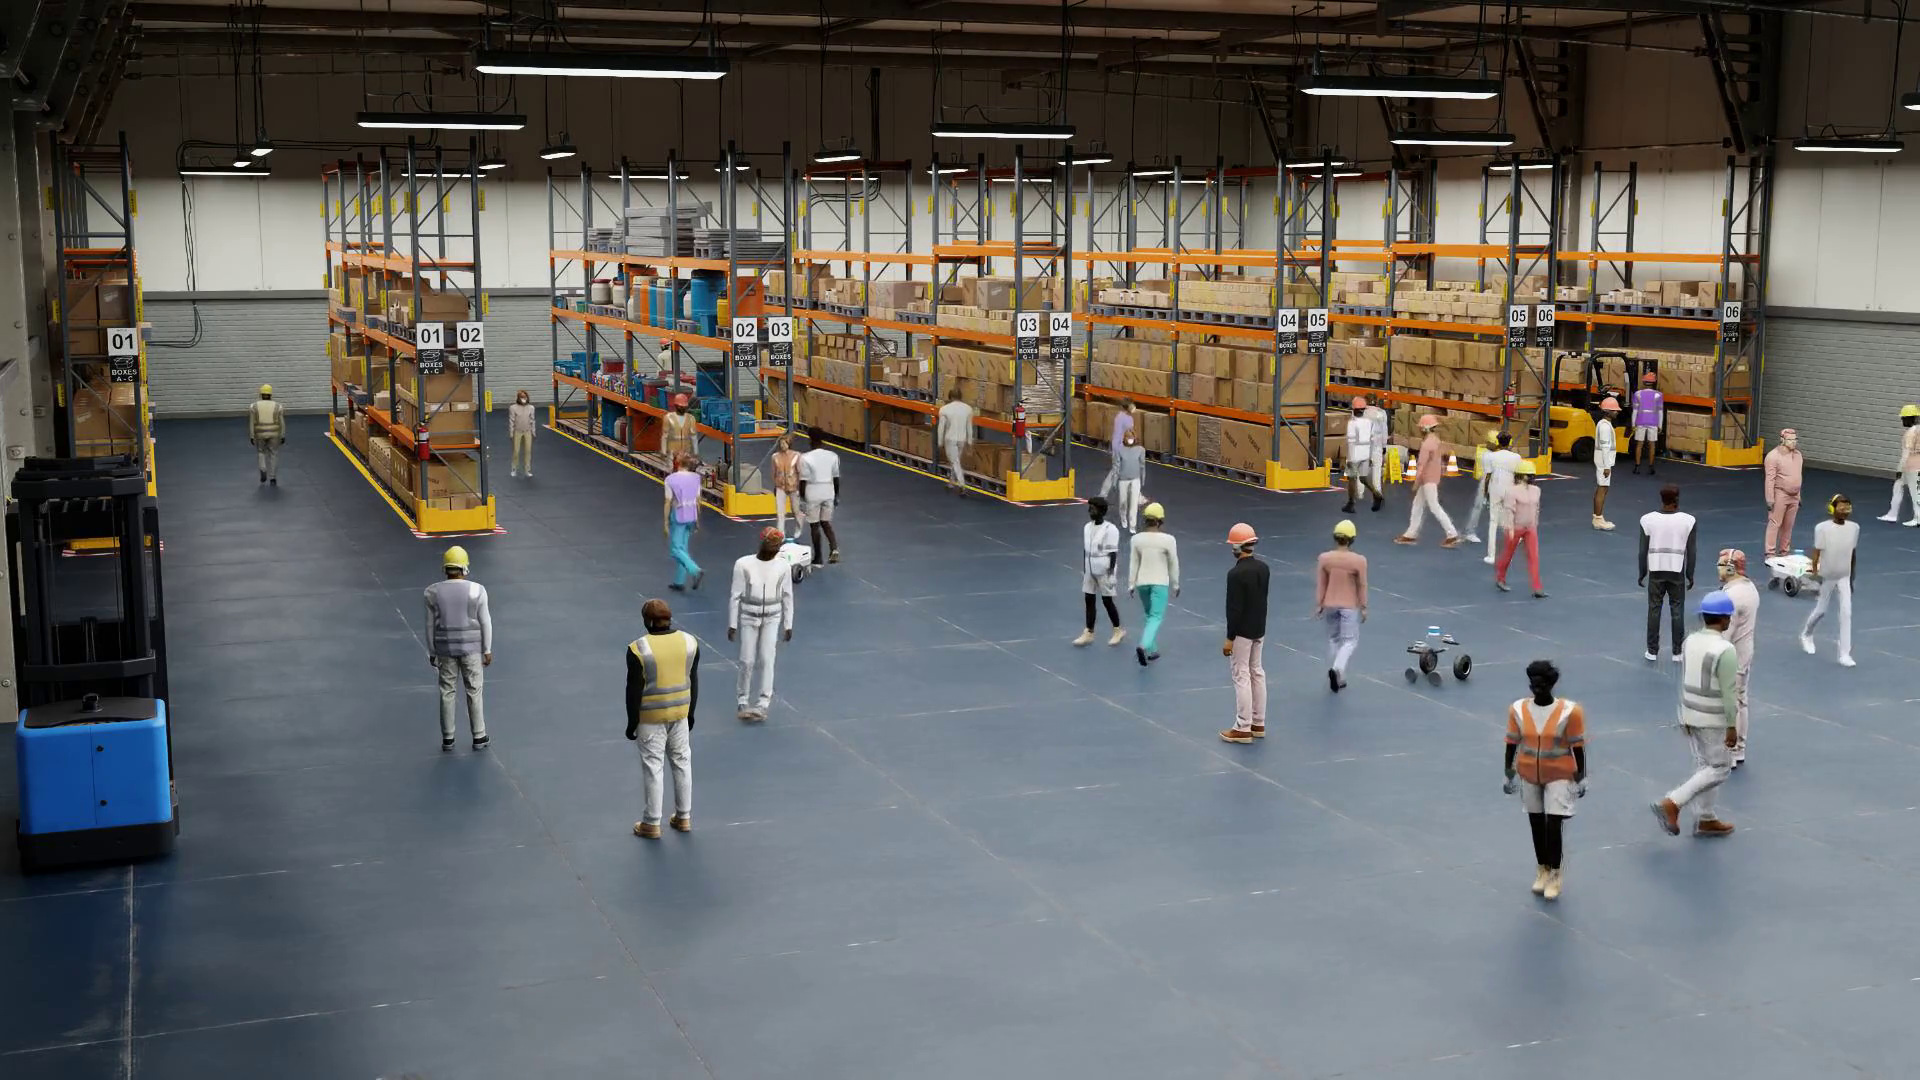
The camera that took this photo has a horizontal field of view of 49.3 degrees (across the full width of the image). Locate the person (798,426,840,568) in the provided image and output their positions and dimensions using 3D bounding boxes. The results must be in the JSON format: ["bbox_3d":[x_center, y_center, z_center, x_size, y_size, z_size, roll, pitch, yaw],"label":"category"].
[{"bbox_3d":[-1.936,-0.592,28.750,0.602,1.947,0.468,-6,10,-34],"label":"person"}]

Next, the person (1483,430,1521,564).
[{"bbox_3d":[7.535,-0.603,29.149,0.493,1.860,0.332,1,9,3],"label":"person"}]

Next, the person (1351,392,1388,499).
[{"bbox_3d":[7.037,-1.620,35.985,0.621,1.840,0.430,3,9,20],"label":"person"}]

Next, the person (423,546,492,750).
[{"bbox_3d":[-4.486,0.963,18.776,0.590,1.833,0.404,0,9,-3],"label":"person"}]

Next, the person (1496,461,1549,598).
[{"bbox_3d":[7.147,-0.156,26.608,0.537,1.717,0.934,-3,9,-21],"label":"person"}]

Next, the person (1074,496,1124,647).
[{"bbox_3d":[1.581,0.348,23.396,0.420,1.704,0.573,-7,11,-40],"label":"person"}]

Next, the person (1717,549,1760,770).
[{"bbox_3d":[6.662,1.023,18.161,0.400,1.901,0.674,6,10,35],"label":"person"}]

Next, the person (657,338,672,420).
[{"bbox_3d":[-7.111,-3.902,50.711,0.407,1.987,0.614,6,11,36],"label":"person"}]

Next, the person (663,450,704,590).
[{"bbox_3d":[-3.534,-0.243,26.838,0.668,1.823,0.579,7,11,38],"label":"person"}]

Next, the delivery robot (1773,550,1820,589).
[{"bbox_3d":[10.727,0.370,26.803,0.477,0.478,0.707,-1,9,-7],"label":"delivery robot"}]

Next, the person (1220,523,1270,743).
[{"bbox_3d":[2.584,0.837,19.086,0.396,1.990,0.621,7,11,38],"label":"person"}]

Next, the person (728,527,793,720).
[{"bbox_3d":[-1.890,0.797,19.857,0.644,1.847,0.569,-2,9,-15],"label":"person"}]

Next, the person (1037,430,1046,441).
[{"bbox_3d":[1.784,-3.025,45.405,0.612,1.819,0.517,-3,9,-20],"label":"person"}]

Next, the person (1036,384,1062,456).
[{"bbox_3d":[1.806,-2.738,42.829,0.631,2.026,0.490,-4,9,-23],"label":"person"}]

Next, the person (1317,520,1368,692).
[{"bbox_3d":[3.811,0.673,21.016,0.530,1.750,0.667,5,10,31],"label":"person"}]

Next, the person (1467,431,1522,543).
[{"bbox_3d":[7.846,-0.766,30.816,0.486,1.674,0.968,-6,10,-35],"label":"person"}]

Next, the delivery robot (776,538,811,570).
[{"bbox_3d":[-2.255,0.223,27.784,0.477,0.478,0.707,3,9,20],"label":"delivery robot"}]

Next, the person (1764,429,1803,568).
[{"bbox_3d":[11.367,-0.582,28.834,0.655,1.906,0.407,-5,10,-28],"label":"person"}]

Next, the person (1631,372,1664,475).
[{"bbox_3d":[12.984,-2.198,39.591,0.607,1.924,0.344,4,9,26],"label":"person"}]

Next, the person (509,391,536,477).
[{"bbox_3d":[-8.228,-1.996,39.272,0.510,1.608,0.531,-4,10,-28],"label":"person"}]

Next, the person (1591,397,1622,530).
[{"bbox_3d":[10.026,-1.191,32.443,0.386,2.041,0.615,2,9,12],"label":"person"}]

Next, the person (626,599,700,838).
[{"bbox_3d":[-2.308,1.359,16.124,0.624,1.840,0.429,-7,11,-38],"label":"person"}]

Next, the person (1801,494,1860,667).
[{"bbox_3d":[9.434,0.386,22.656,0.540,1.838,0.922,0,9,-2],"label":"person"}]

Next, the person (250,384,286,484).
[{"bbox_3d":[-12.603,-1.931,38.136,0.618,1.810,0.565,-3,9,-17],"label":"person"}]

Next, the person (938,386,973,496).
[{"bbox_3d":[-0.057,-1.722,36.464,0.640,1.908,0.959,-5,10,-28],"label":"person"}]

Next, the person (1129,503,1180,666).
[{"bbox_3d":[2.040,0.477,22.390,0.538,1.741,0.791,5,10,28],"label":"person"}]

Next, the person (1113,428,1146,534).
[{"bbox_3d":[2.593,-0.933,32.171,0.507,1.604,0.734,0,9,0],"label":"person"}]

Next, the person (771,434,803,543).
[{"bbox_3d":[-2.546,-0.783,31.159,0.511,1.610,0.787,2,9,11],"label":"person"}]

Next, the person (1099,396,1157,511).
[{"bbox_3d":[2.736,-1.434,34.613,1.043,1.881,0.645,2,9,15],"label":"person"}]

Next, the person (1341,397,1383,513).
[{"bbox_3d":[6.542,-1.374,34.103,0.546,1.919,0.745,-5,10,-31],"label":"person"}]

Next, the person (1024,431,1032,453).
[{"bbox_3d":[1.195,-2.411,41.105,0.573,1.883,0.359,-4,9,-23],"label":"person"}]

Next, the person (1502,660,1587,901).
[{"bbox_3d":[4.046,1.665,14.590,0.571,1.673,0.528,6,10,35],"label":"person"}]

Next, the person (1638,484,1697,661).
[{"bbox_3d":[7.623,0.350,22.595,0.589,1.915,0.399,3,9,22],"label":"person"}]

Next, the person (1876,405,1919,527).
[{"bbox_3d":[14.727,-1.165,32.731,0.834,1.893,0.625,5,10,29],"label":"person"}]

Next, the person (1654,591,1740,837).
[{"bbox_3d":[5.639,1.341,15.938,0.659,1.926,0.620,-1,9,-10],"label":"person"}]

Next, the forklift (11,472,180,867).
[{"bbox_3d":[-6.630,0.886,15.957,1.129,2.768,1.873,-3,9,-21],"label":"forklift"}]

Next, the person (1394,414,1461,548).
[{"bbox_3d":[6.894,-0.867,30.618,1.006,1.952,0.624,4,9,26],"label":"person"}]

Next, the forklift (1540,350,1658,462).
[{"bbox_3d":[12.897,-2.725,42.309,2.313,2.155,1.214,-3,9,-21],"label":"forklift"}]

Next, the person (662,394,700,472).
[{"bbox_3d":[-4.618,-1.475,34.767,0.572,1.899,0.847,-4,9,-25],"label":"person"}]

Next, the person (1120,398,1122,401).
[{"bbox_3d":[3.851,-4.118,52.730,0.843,1.814,0.642,2,9,11],"label":"person"}]

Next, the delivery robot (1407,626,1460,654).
[{"bbox_3d":[4.902,1.013,21.656,0.698,0.223,0.335,-8,12,-43],"label":"delivery robot"}]
